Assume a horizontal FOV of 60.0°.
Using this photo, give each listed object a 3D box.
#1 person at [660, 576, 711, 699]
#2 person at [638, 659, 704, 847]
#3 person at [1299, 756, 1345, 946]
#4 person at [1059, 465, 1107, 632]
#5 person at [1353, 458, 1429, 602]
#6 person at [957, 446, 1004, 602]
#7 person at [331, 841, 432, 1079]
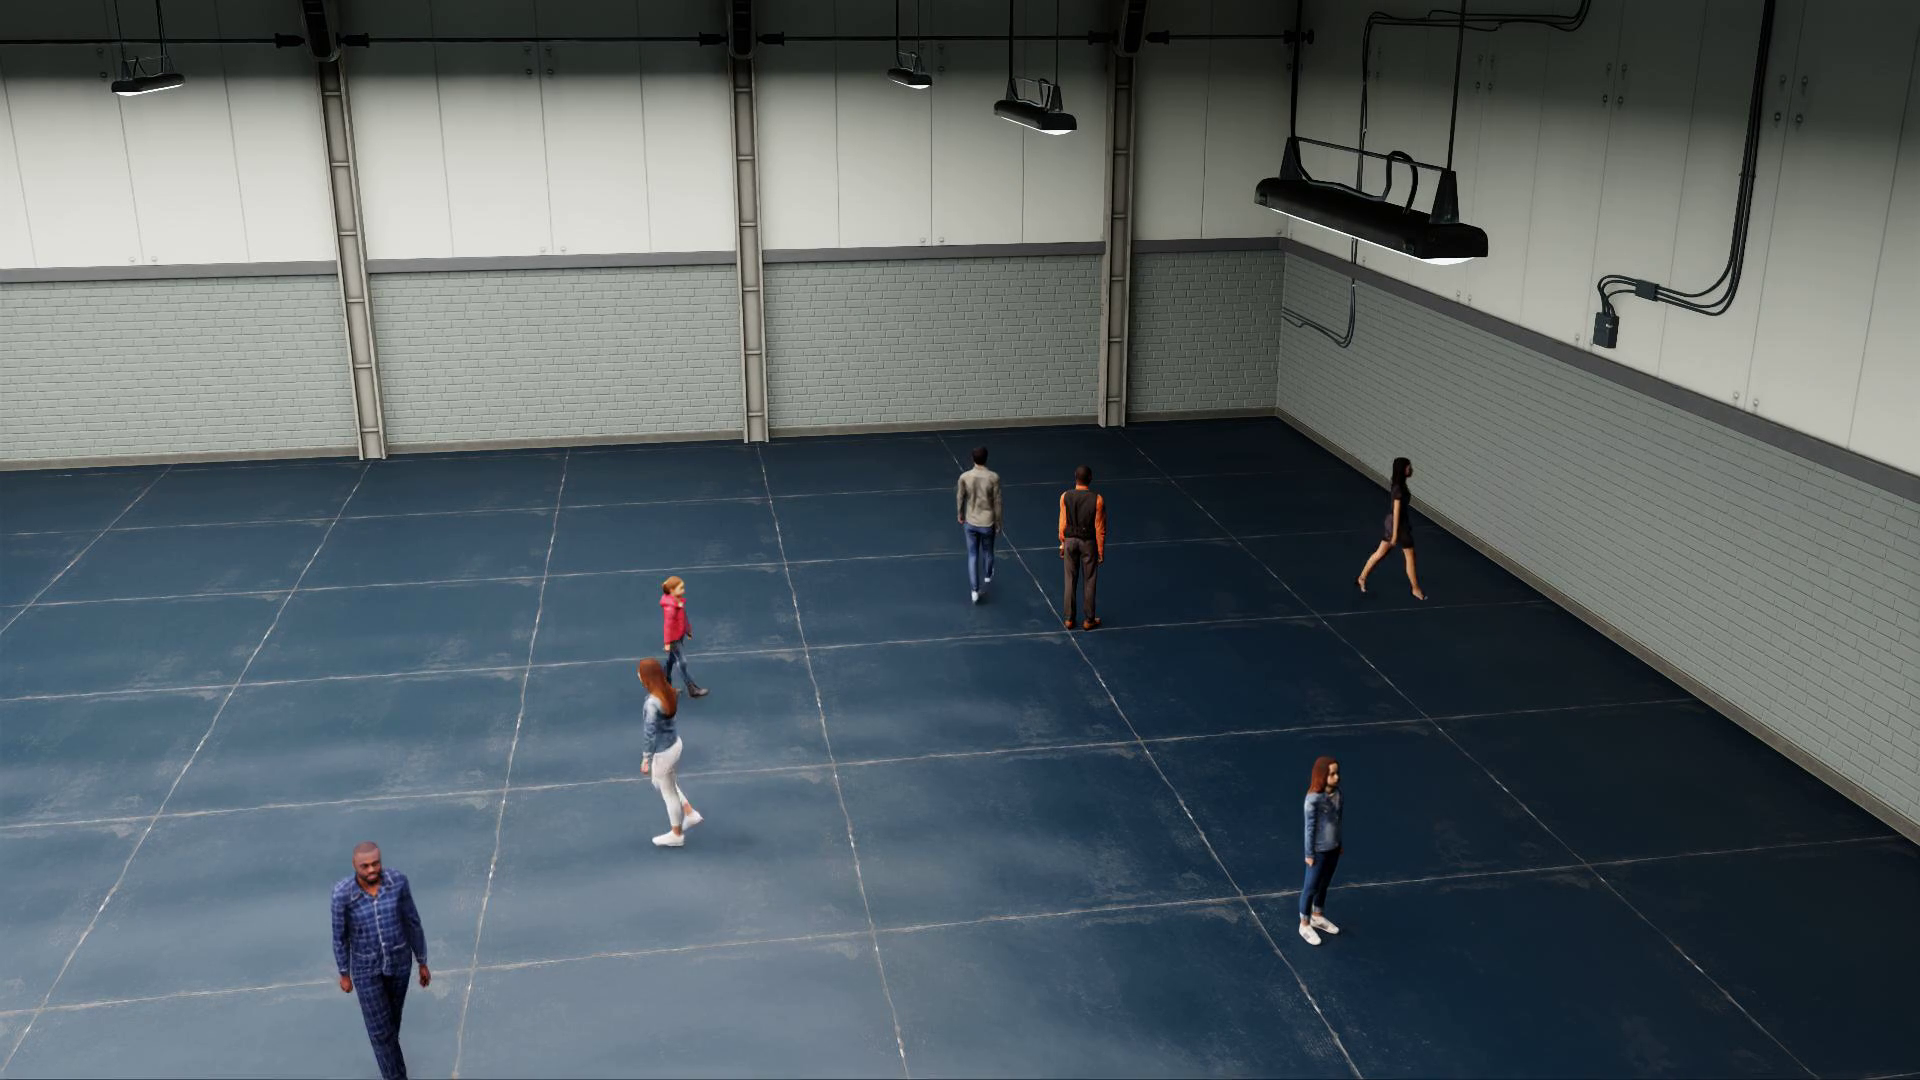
[{"bbox_3d":[-2.984,0.998,17.035,0.850,1.298,0.679,3,18,8],"label":"person"},{"bbox_3d":[-2.384,1.791,13.975,0.764,1.685,0.695,1,18,3],"label":"person"},{"bbox_3d":[2.751,2.332,12.651,0.598,1.477,0.701,-15,24,-39],"label":"person"},{"bbox_3d":[1.373,0.077,18.883,0.723,1.907,0.855,5,19,16],"label":"person"},{"bbox_3d":[5.076,-0.108,19.713,1.173,1.745,0.849,3,18,9],"label":"person"},{"bbox_3d":[0.214,-0.160,19.747,1.156,1.822,1.018,3,18,8],"label":"person"},{"bbox_3d":[-3.797,2.749,10.863,1.079,1.792,1.015,-13,22,-34],"label":"person"}]
